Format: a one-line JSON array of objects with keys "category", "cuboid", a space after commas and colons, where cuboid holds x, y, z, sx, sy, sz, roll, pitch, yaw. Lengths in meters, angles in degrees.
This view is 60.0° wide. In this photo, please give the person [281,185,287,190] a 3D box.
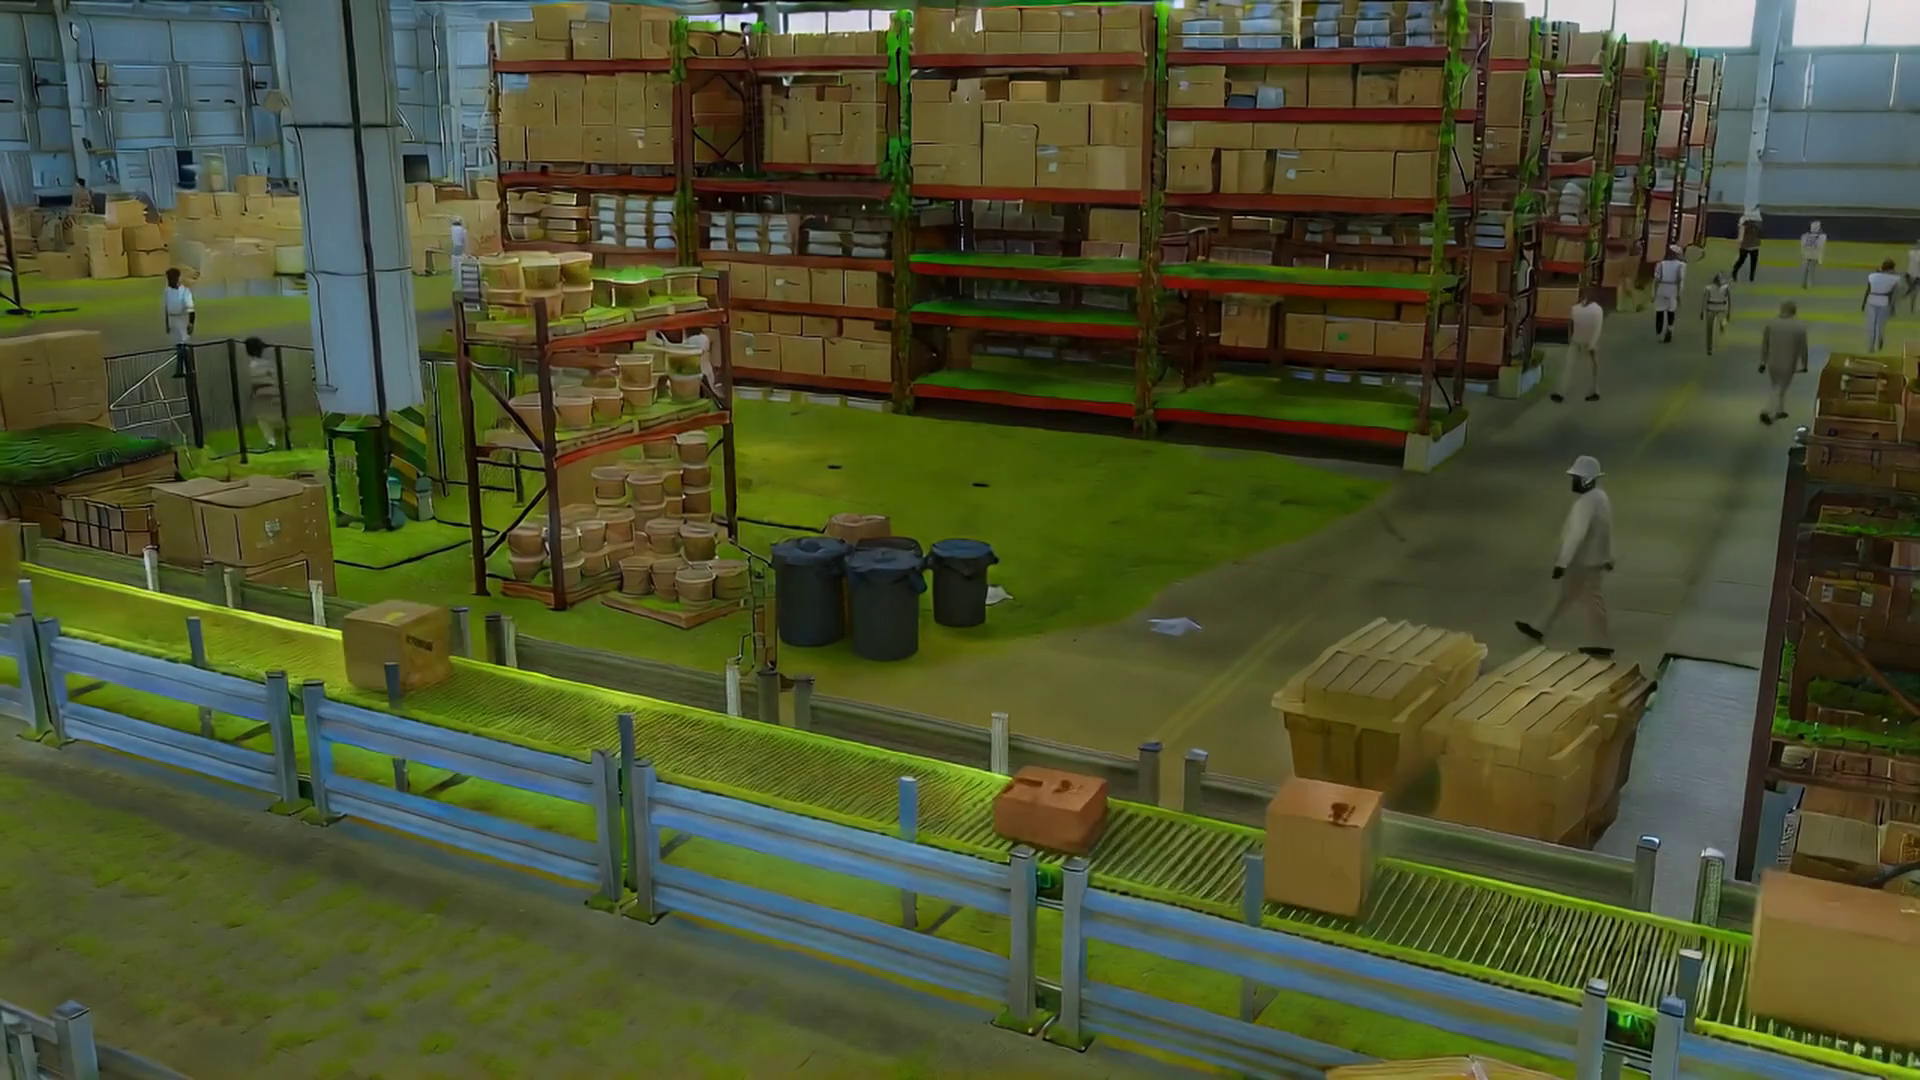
[{"category": "person", "cuboid": [-25.558, -12.677, 63.179, 0.794, 1.610, 0.510, -2, 15, -8]}]

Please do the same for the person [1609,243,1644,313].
[{"category": "person", "cuboid": [15.239, -5.945, 37.898, 0.674, 1.606, 0.515, 5, 16, 20]}]

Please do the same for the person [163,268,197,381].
[{"category": "person", "cuboid": [-13.616, -3.765, 29.004, 0.603, 1.966, 0.368, 5, 16, 17]}]

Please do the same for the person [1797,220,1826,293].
[{"category": "person", "cuboid": [21.435, -7.129, 41.913, 0.445, 1.827, 0.655, -9, 17, -30]}]

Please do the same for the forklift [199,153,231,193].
[{"category": "forklift", "cuboid": [-27.440, -12.865, 61.464, 1.873, 2.768, 1.129, 8, 17, 28]}]

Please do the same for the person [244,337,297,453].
[{"category": "person", "cuboid": [-9.455, -1.950, 22.741, 0.481, 1.677, 0.532, -5, 16, -17]}]

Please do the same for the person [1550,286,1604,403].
[{"category": "person", "cuboid": [10.049, -3.155, 26.873, 1.026, 1.888, 0.632, -10, 18, -34]}]

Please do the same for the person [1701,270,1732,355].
[{"category": "person", "cuboid": [14.438, -4.331, 31.774, 0.532, 1.624, 0.411, 5, 16, 17]}]

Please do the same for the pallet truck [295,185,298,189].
[{"category": "pallet truck", "cuboid": [-26.804, -14.617, 69.738, 1.885, 1.965, 0.823, -14, 20, -42]}]

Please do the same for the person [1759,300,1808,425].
[{"category": "person", "cuboid": [12.430, -2.693, 25.176, 0.940, 1.870, 0.637, -10, 18, -33]}]

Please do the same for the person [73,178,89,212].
[{"category": "person", "cuboid": [-33.430, -12.837, 63.312, 0.541, 1.850, 1.090, -13, 20, -41]}]

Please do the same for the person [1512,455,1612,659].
[{"category": "person", "cuboid": [5.401, 0.135, 14.677, 0.916, 1.783, 0.610, 8, 17, 28]}]

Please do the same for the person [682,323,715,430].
[{"category": "person", "cuboid": [-3.881, -2.492, 24.726, 0.541, 1.700, 0.316, -11, 18, -35]}]

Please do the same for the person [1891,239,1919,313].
[{"category": "person", "cuboid": [21.798, -6.065, 38.075, 0.611, 1.738, 0.535, -2, 15, -8]}]

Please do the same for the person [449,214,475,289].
[{"category": "person", "cuboid": [-12.930, -7.491, 43.170, 0.545, 1.887, 0.997, 6, 16, 23]}]

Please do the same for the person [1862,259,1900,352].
[{"category": "person", "cuboid": [17.853, -4.550, 32.282, 0.585, 1.803, 0.961, 8, 17, 28]}]

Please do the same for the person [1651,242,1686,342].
[{"category": "person", "cuboid": [14.164, -4.933, 33.303, 0.614, 2.017, 0.710, 5, 16, 19]}]

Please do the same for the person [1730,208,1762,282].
[{"category": "person", "cuboid": [21.031, -7.864, 44.416, 0.902, 1.969, 0.617, -9, 17, -30]}]
